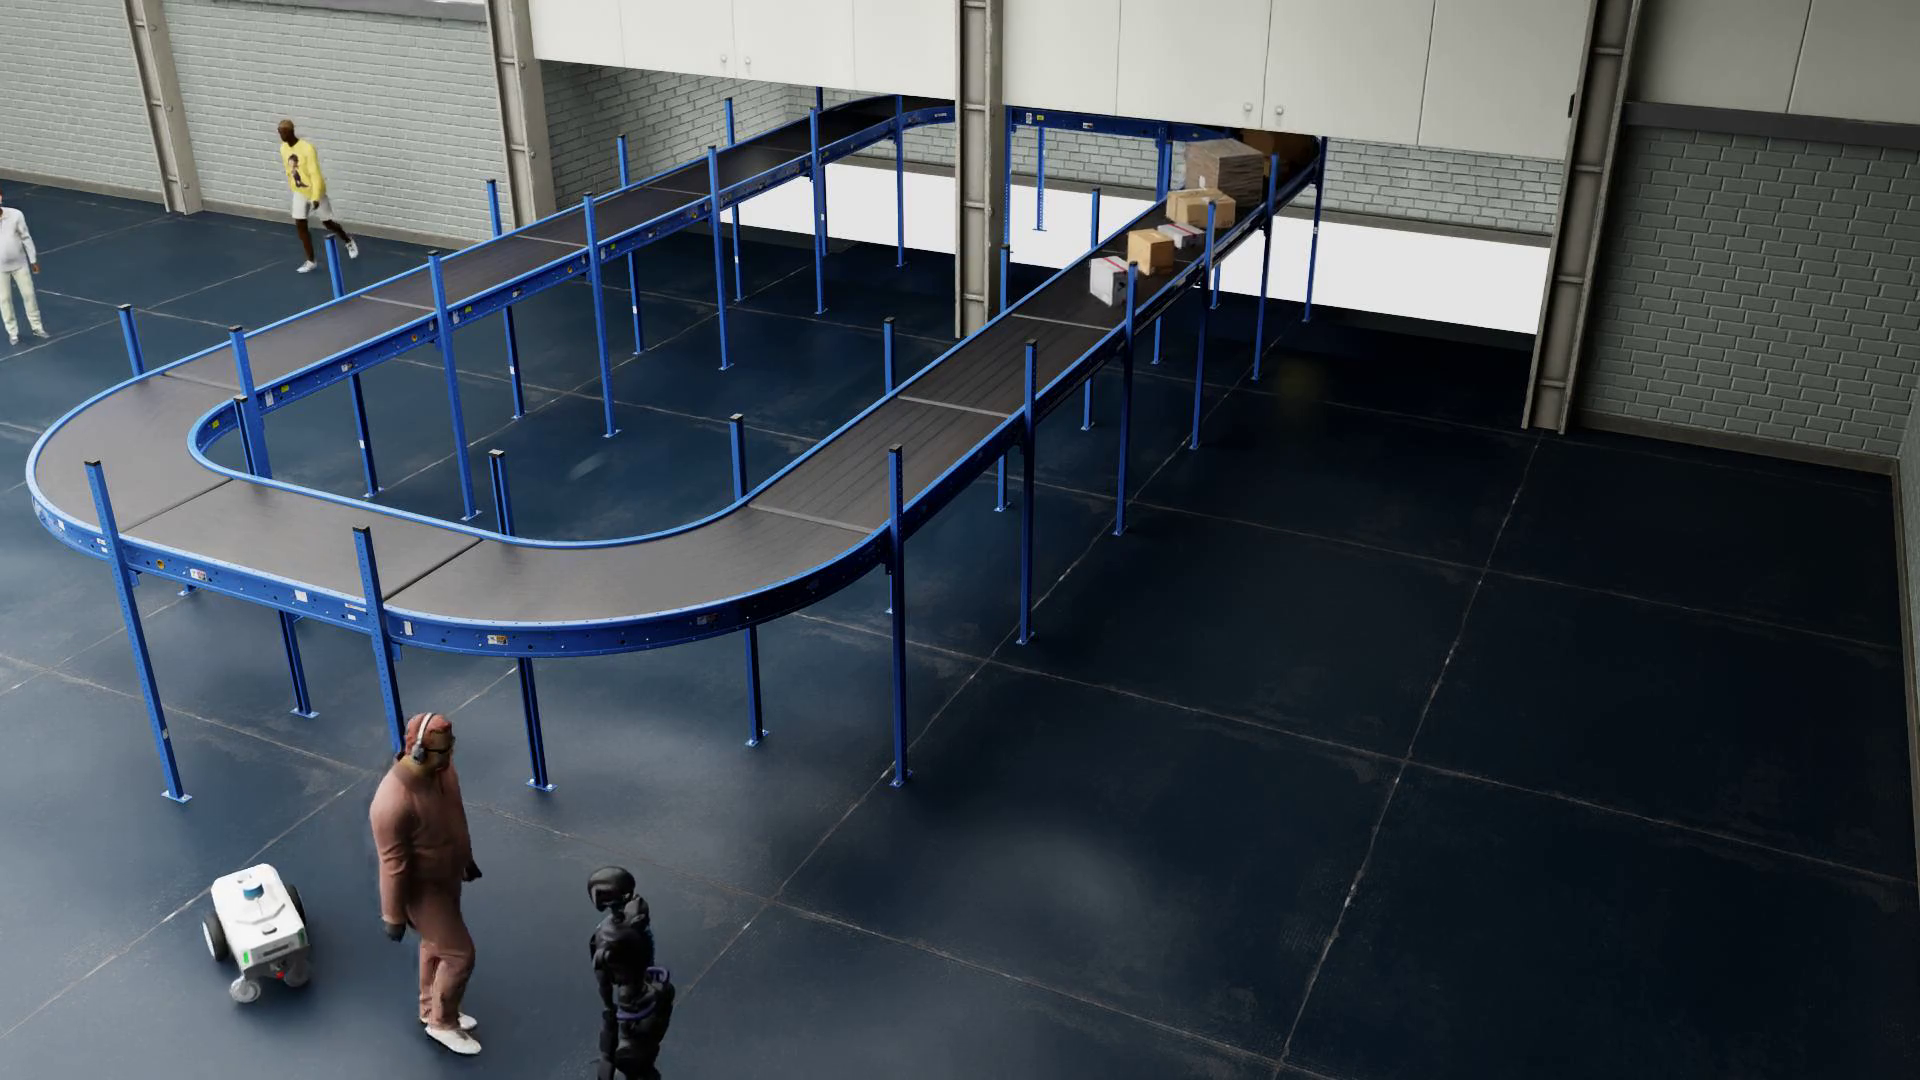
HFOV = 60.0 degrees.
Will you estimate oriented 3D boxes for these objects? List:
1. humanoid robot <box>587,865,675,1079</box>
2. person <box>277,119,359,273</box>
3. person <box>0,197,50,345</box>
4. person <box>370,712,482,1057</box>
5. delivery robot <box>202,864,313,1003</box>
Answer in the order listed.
[{"bbox_3d":[-1.451,2.180,7.523,0.370,1.652,0.596,4,27,8],"label":"humanoid robot"},{"bbox_3d":[-7.871,-4.246,20.262,0.565,1.849,0.859,7,27,15],"label":"person"},{"bbox_3d":[-10.178,-2.958,17.777,0.579,1.742,0.357,-21,33,-35],"label":"person"},{"bbox_3d":[-2.576,1.698,8.253,0.563,1.875,0.682,2,26,5],"label":"person"},{"bbox_3d":[-3.784,2.080,8.967,0.521,0.598,0.769,-17,31,-31],"label":"delivery robot"}]
